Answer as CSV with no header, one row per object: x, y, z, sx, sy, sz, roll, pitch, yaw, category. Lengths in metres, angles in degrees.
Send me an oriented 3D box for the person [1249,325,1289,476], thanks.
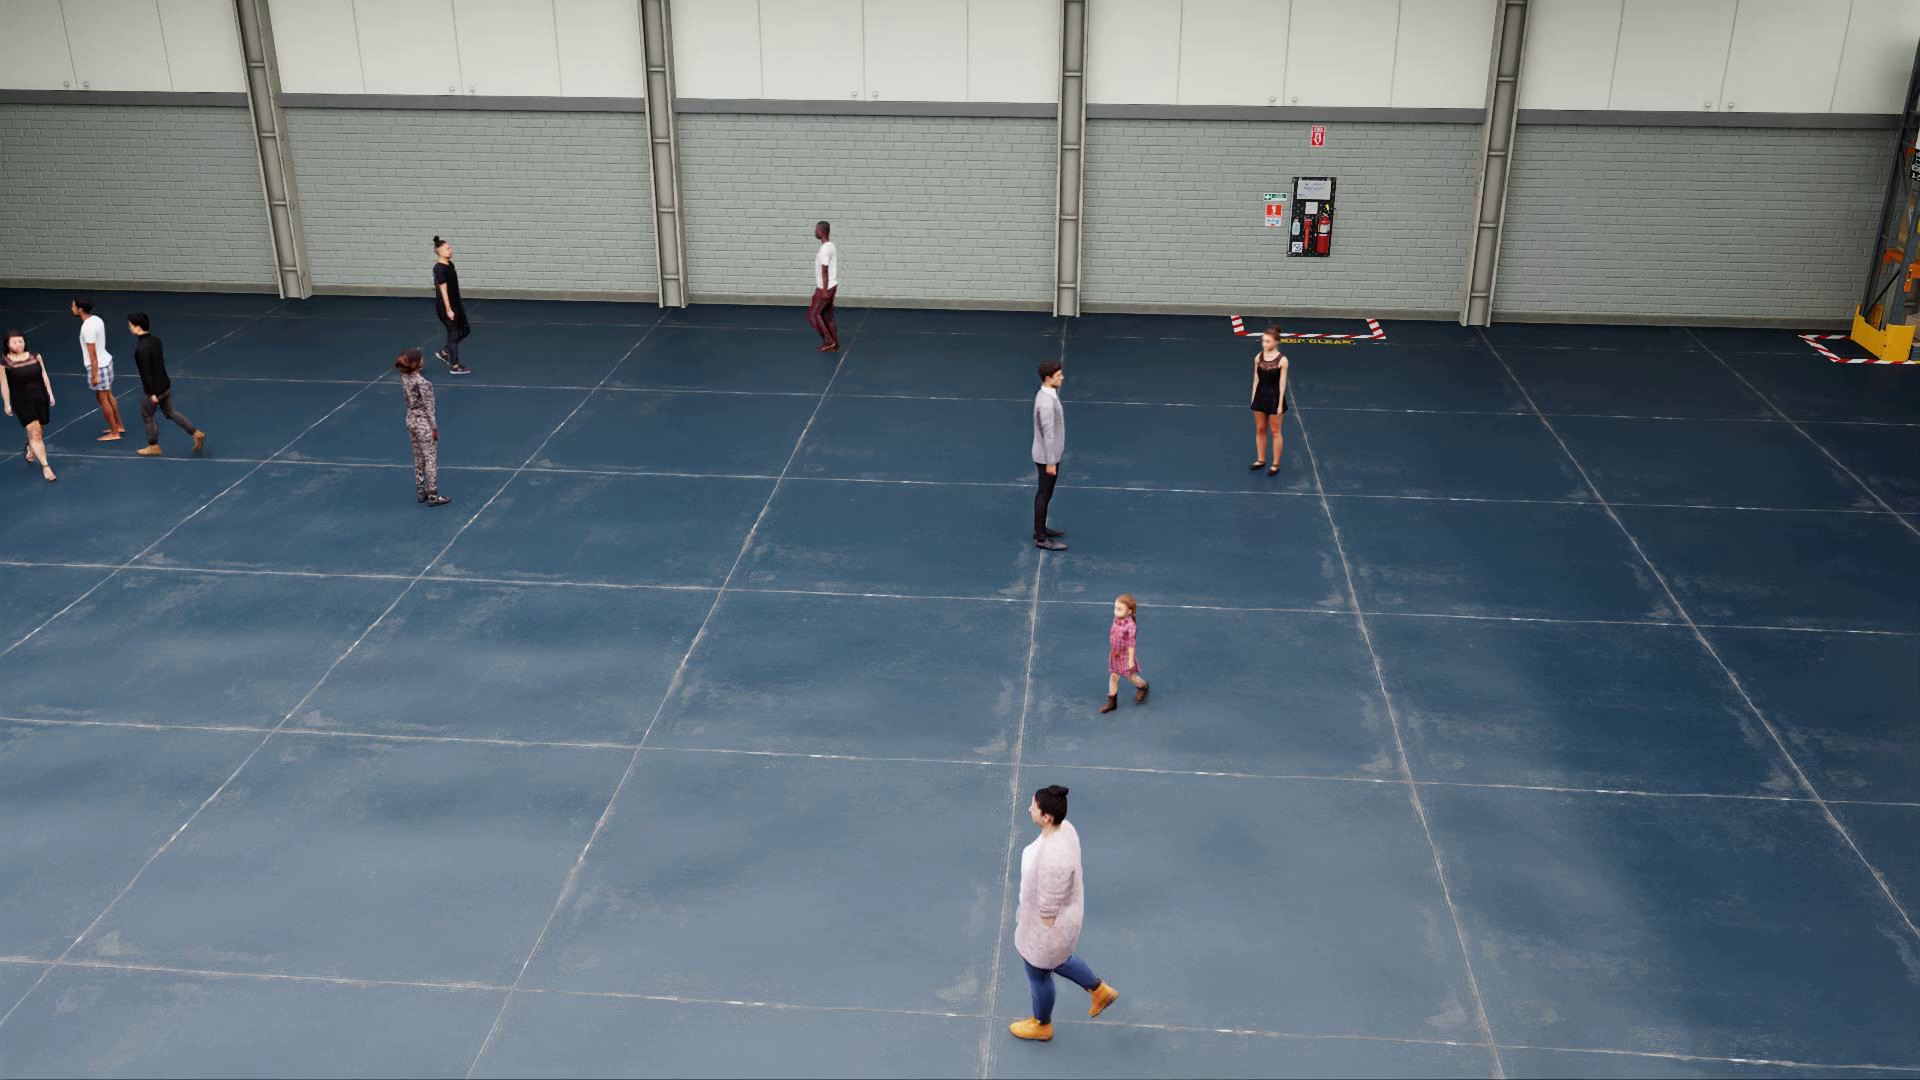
3.456,-1.570,18.537,0.671,1.680,0.751,19,30,38,person

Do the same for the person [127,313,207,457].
-9.094,-1.760,18.956,1.040,1.701,0.675,1,23,4,person

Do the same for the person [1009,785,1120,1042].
0.611,2.185,9.647,0.882,1.728,0.712,4,23,9,person

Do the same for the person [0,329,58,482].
-10.317,-1.505,18.377,1.153,1.686,1.001,17,28,34,person

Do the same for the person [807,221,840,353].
-1.749,-3.434,22.746,0.634,1.816,0.675,3,23,6,person

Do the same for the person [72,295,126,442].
-10.133,-2.040,19.578,0.644,1.731,0.691,-6,24,-13,person

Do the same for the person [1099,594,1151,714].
1.368,0.913,13.556,0.770,1.008,0.680,-15,27,-32,person

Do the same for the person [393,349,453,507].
-5.718,-1.207,17.643,0.671,1.713,0.744,20,30,39,person

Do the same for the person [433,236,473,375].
-6.785,-3.083,21.874,0.700,1.853,0.671,1,23,3,person

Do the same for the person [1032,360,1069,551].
0.870,-0.872,16.587,0.610,1.922,0.742,0,23,1,person
